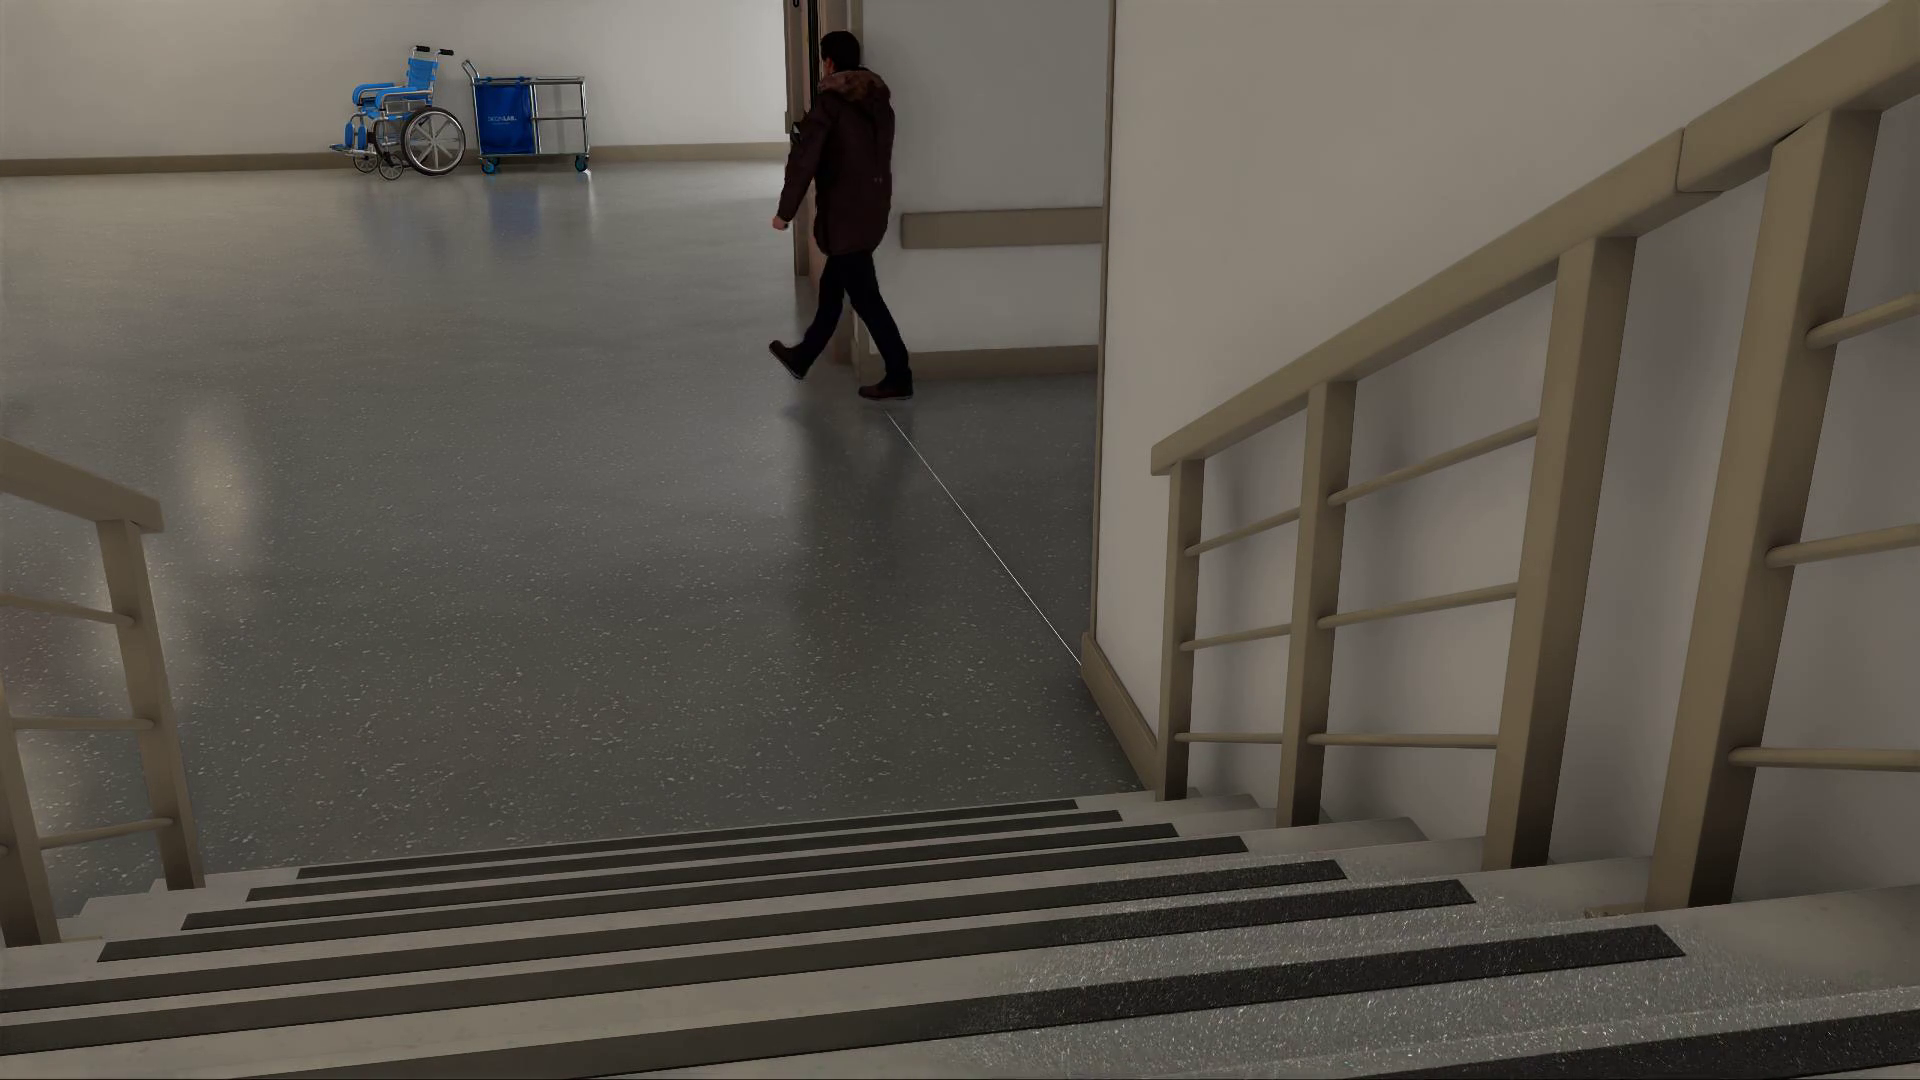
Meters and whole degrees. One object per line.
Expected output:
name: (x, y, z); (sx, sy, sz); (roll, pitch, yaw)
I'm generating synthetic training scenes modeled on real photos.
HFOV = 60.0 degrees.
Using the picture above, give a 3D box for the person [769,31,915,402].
person: (-0.466, -1.547, 8.284); (1.240, 1.776, 1.247); (9, 23, 23)
